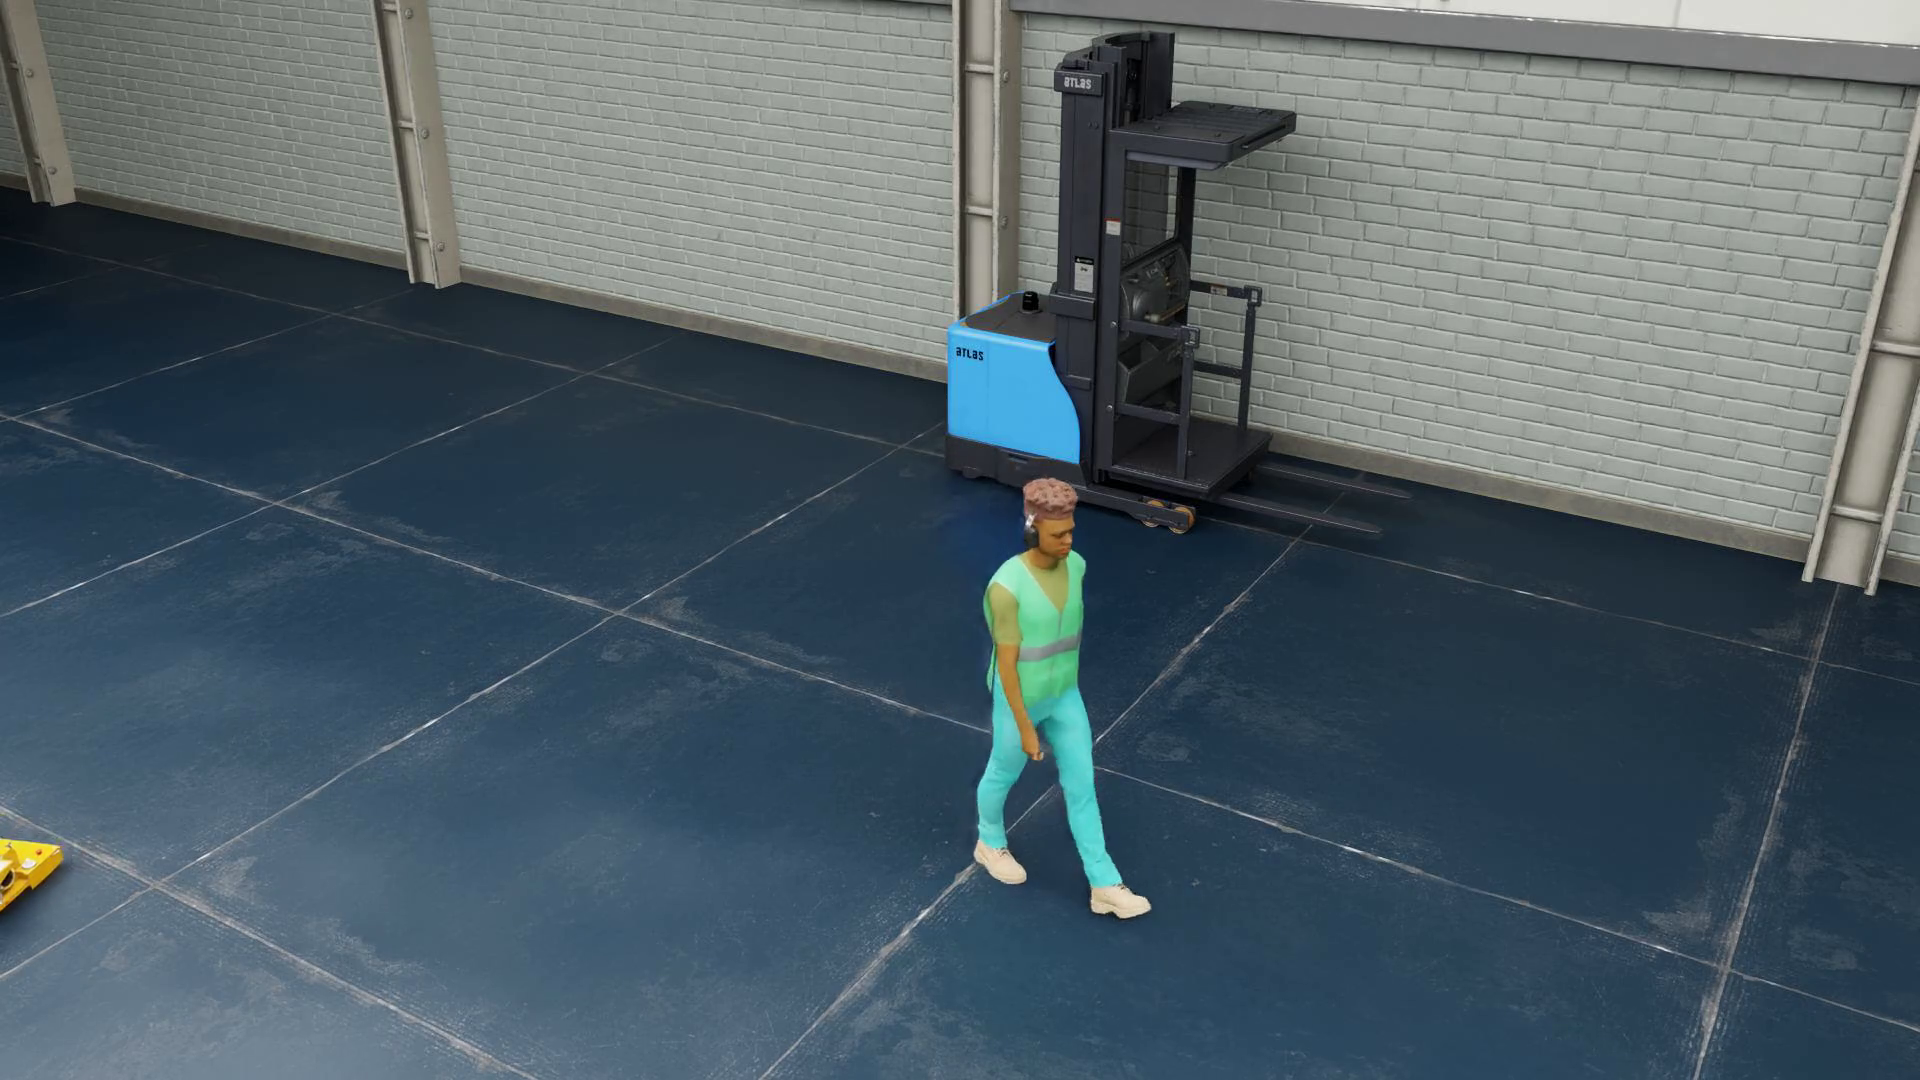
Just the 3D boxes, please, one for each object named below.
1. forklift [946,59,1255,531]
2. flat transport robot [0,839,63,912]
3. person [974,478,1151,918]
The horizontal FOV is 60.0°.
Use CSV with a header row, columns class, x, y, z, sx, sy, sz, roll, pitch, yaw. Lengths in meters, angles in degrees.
class,x,y,z,sx,sy,sz,roll,pitch,yaw
forklift,0.933,-1.707,10.833,1.873,2.768,1.129,15,29,28
flat transport robot,-4.445,1.632,6.806,0.659,0.231,1.431,4,26,9
person,0.393,0.687,6.855,0.486,1.940,0.951,-17,30,-32
